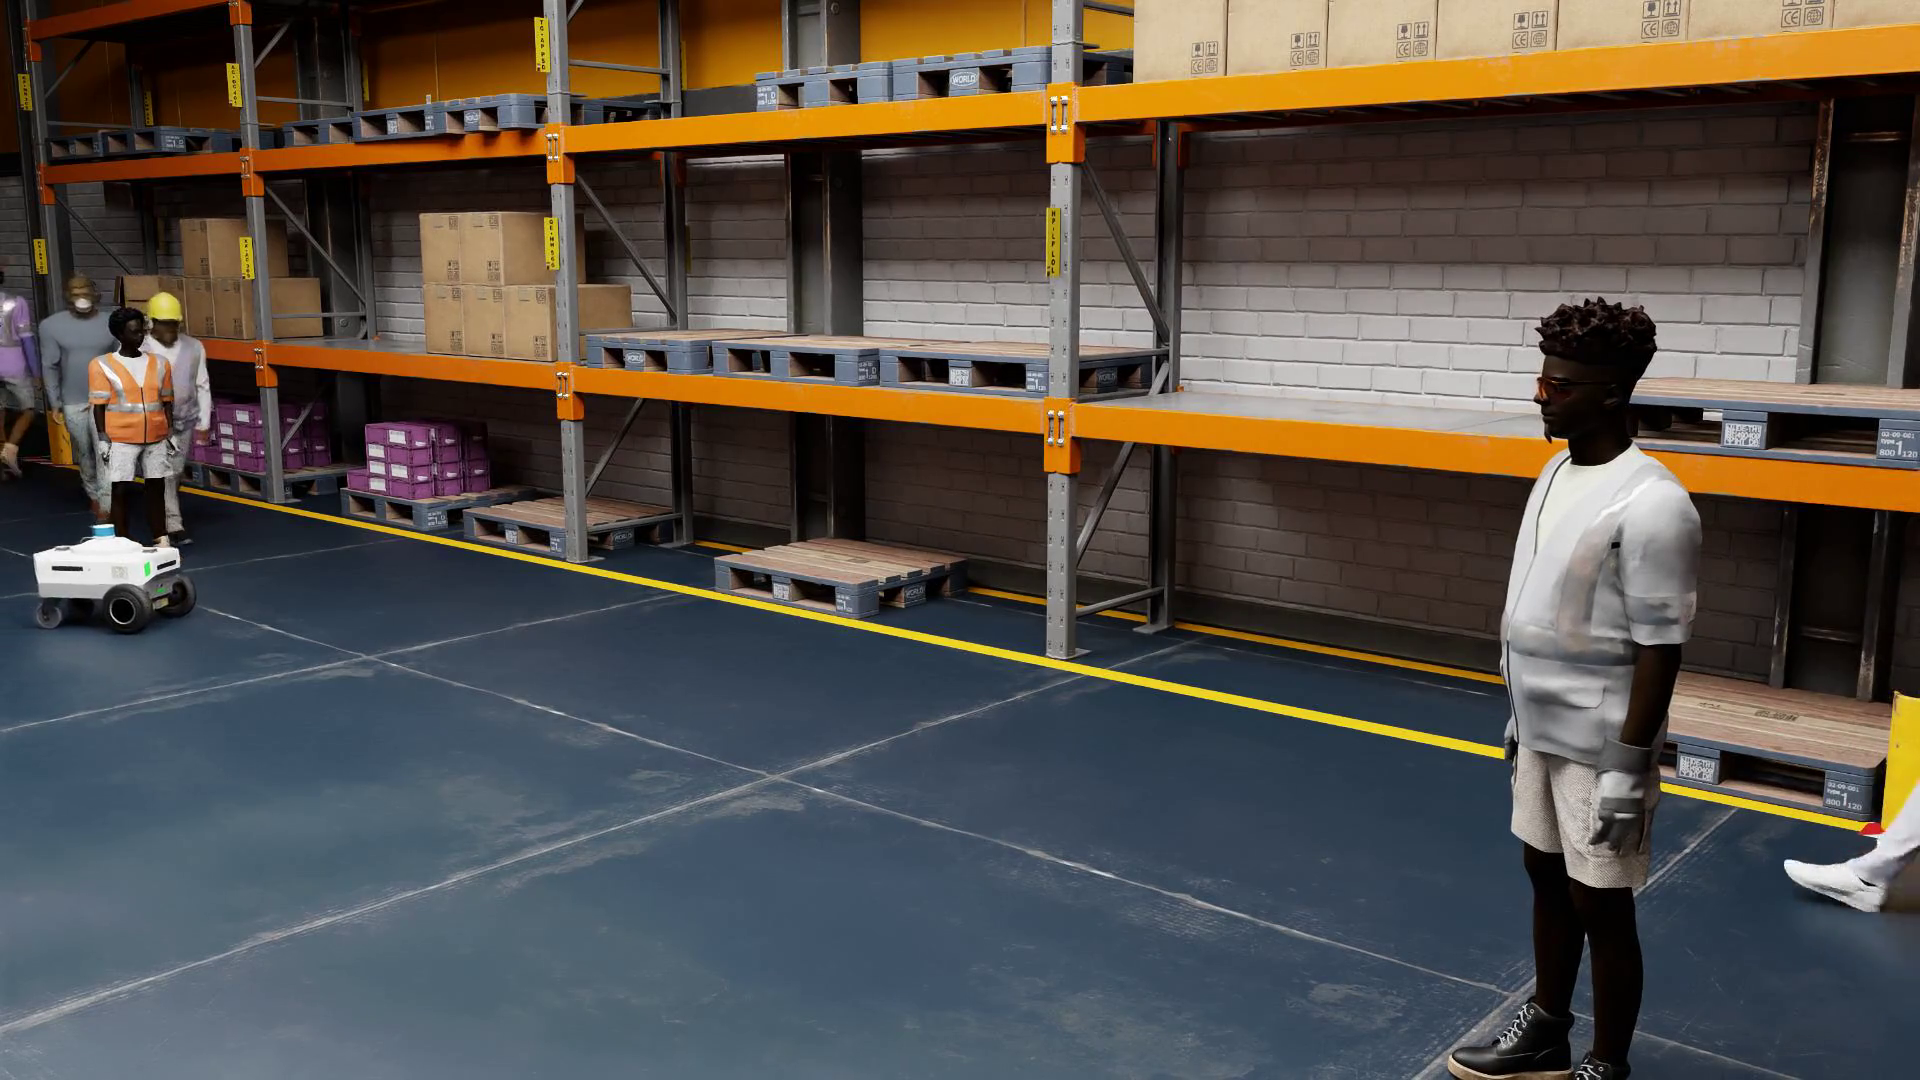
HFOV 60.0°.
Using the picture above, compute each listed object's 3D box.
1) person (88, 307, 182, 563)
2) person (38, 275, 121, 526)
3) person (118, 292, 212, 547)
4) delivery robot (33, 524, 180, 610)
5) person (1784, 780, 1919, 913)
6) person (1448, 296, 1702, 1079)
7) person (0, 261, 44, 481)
[{"bbox_3d":[-5.340,-0.655,10.787,0.318,1.697,0.536,8,13,40],"label":"person"},{"bbox_3d":[-6.606,-1.071,12.655,0.616,1.891,1.036,-4,11,-22],"label":"person"},{"bbox_3d":[-5.666,-0.875,11.824,0.615,1.783,0.887,-9,13,-42],"label":"person"},{"bbox_3d":[-4.687,0.158,9.142,0.707,0.478,0.477,1,10,7],"label":"delivery robot"},{"bbox_3d":[3.073,0.323,4.900,1.002,1.810,0.537,5,11,27],"label":"person"},{"bbox_3d":[1.432,0.428,3.858,0.368,1.966,0.603,-1,10,-6],"label":"person"},{"bbox_3d":[-8.446,-1.499,14.640,0.666,2.028,0.661,-1,10,-5],"label":"person"}]
